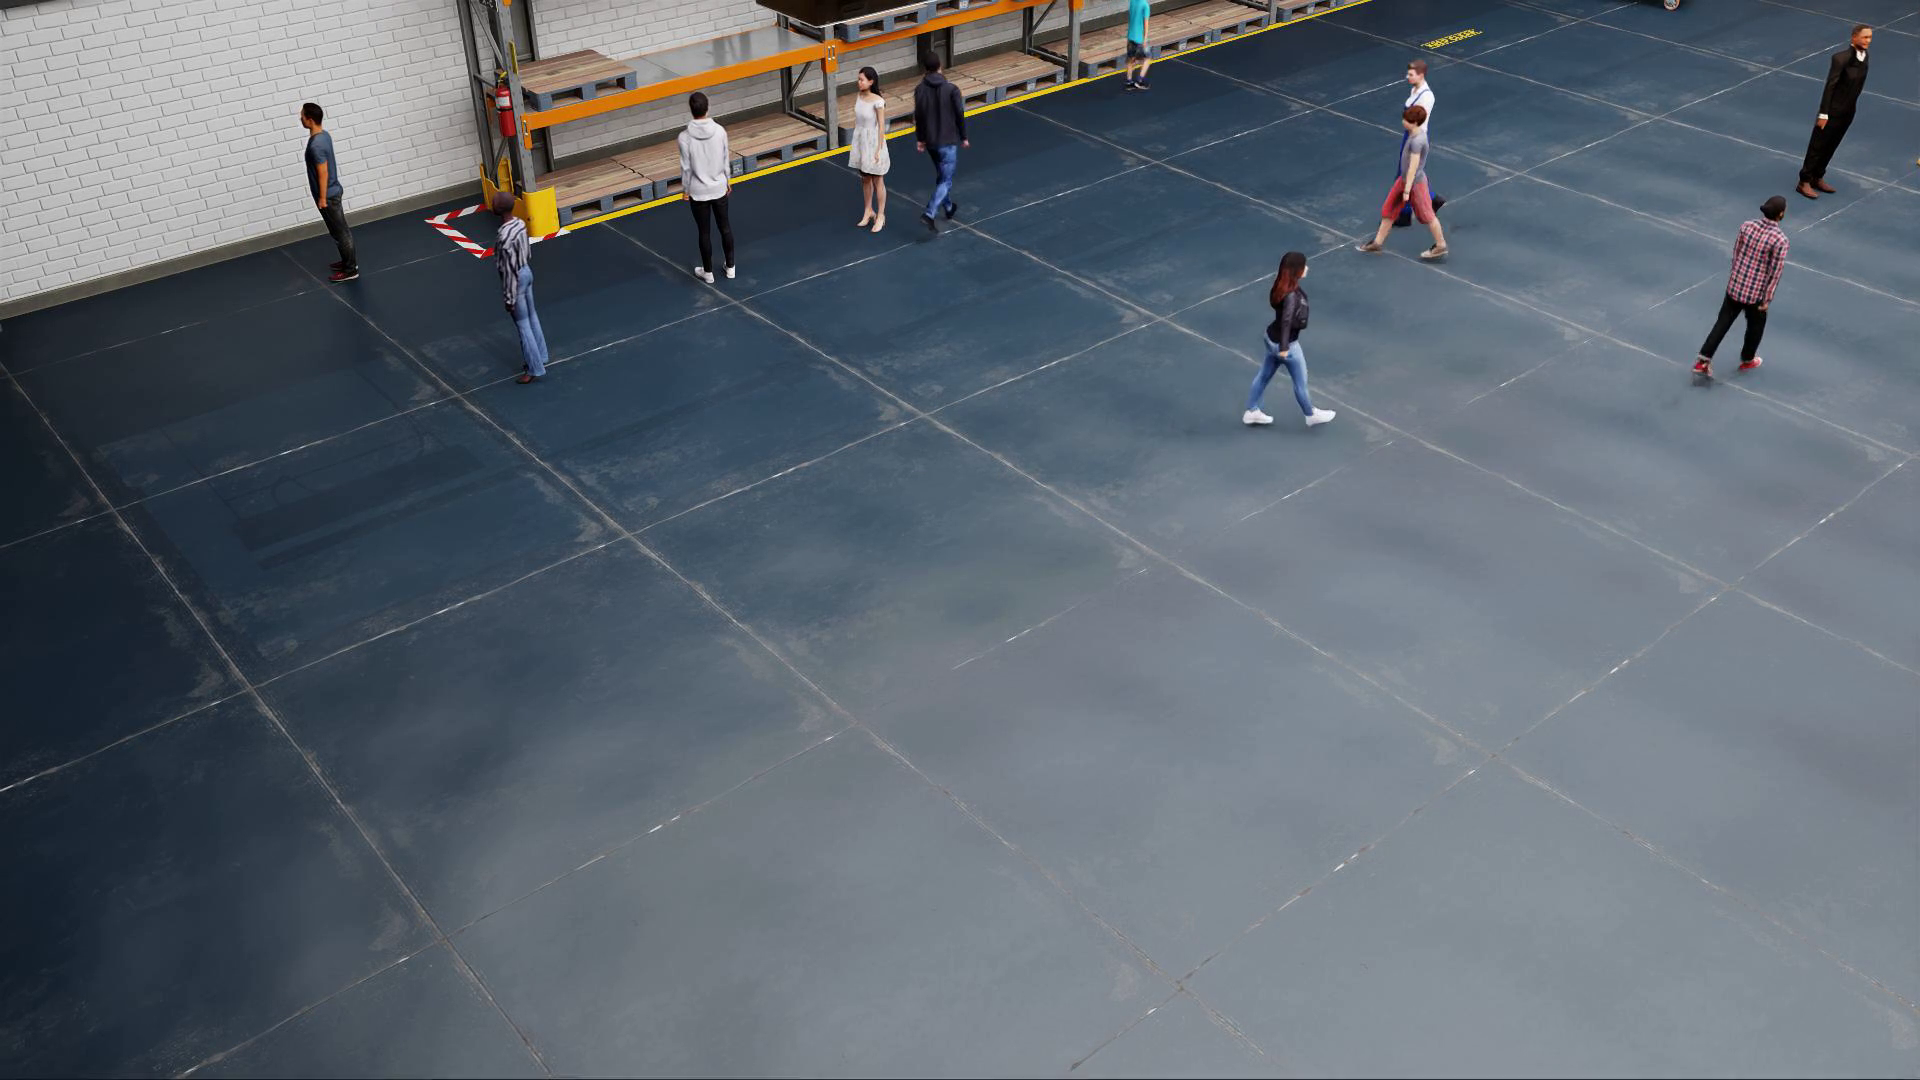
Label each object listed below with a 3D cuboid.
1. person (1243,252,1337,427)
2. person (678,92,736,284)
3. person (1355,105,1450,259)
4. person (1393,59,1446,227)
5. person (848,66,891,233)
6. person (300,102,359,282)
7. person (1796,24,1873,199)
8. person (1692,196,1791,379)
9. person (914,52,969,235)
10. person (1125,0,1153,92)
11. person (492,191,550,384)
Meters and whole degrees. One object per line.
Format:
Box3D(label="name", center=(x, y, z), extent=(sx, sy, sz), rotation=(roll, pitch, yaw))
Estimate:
Box3D(label="person", center=(2.662, -1.671, 14.118), extent=(1.123, 1.605, 1.009), rotation=(-2, 34, -3))
Box3D(label="person", center=(-2.512, -3.516, 16.600), extent=(0.615, 1.929, 0.791), rotation=(-15, 37, -22))
Box3D(label="person", center=(4.730, -3.624, 17.053), extent=(1.180, 1.608, 1.130), rotation=(4, 34, 6))
Box3D(label="person", center=(4.931, -4.212, 17.738), extent=(1.000, 1.829, 0.922), rotation=(0, 34, 0))
Box3D(label="person", center=(-0.960, -4.162, 17.712), extent=(0.628, 1.775, 0.646), rotation=(-27, 42, -34))
Box3D(label="person", center=(-6.334, -3.502, 16.686), extent=(0.706, 1.810, 0.725), rotation=(-7, 34, -11))
Box3D(label="person", center=(9.786, -4.808, 18.567), extent=(0.635, 1.904, 0.808), rotation=(-16, 37, -23))
Box3D(label="person", center=(6.978, -2.231, 14.829), extent=(1.098, 1.750, 0.746), rotation=(-22, 39, -29))
Box3D(label="person", center=(-0.240, -4.181, 17.684), extent=(1.021, 1.837, 1.271), rotation=(18, 38, 25))
Box3D(label="person", center=(2.264, -6.556, 21.616), extent=(0.522, 1.440, 0.526), rotation=(-28, 42, -35))
Box3D(label="person", center=(-3.938, -2.256, 14.827), extent=(0.760, 1.795, 0.708), rotation=(2, 34, 2))
